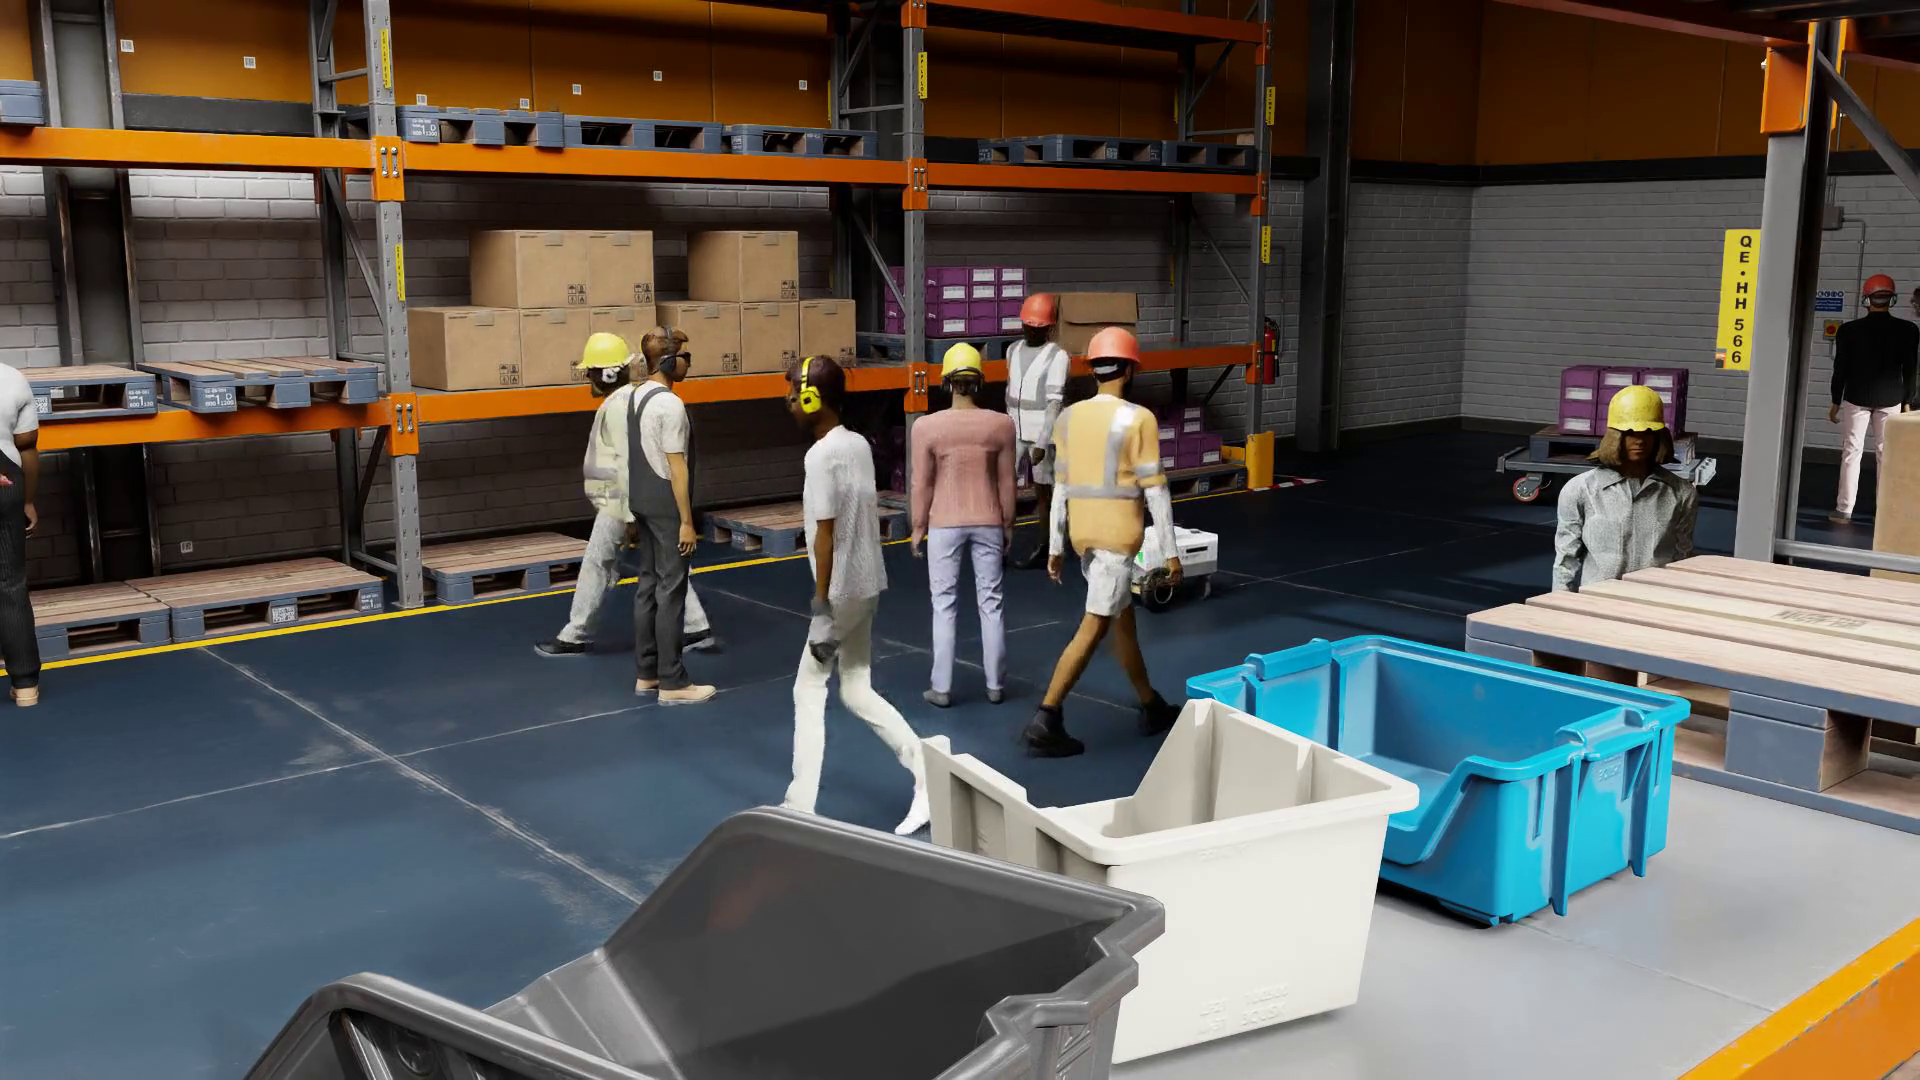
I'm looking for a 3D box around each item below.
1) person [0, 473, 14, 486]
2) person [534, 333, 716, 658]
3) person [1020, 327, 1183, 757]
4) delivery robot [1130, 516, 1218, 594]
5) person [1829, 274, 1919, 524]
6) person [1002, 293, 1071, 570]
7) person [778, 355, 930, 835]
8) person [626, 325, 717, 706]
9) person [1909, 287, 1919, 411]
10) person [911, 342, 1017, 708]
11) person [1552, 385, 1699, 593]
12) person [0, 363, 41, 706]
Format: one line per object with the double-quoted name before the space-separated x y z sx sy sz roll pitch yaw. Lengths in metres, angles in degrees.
"person" -2.241 0.671 3.378 1.086 1.954 0.650 -6 12 -29
"person" -1.788 -0.228 8.943 0.981 1.773 0.610 0 10 1
"person" 0.635 0.005 7.366 0.970 1.872 0.631 -8 13 -37
"delivery robot" 1.271 0.078 10.350 0.707 0.478 0.477 -7 12 -36
"person" 7.251 -1.109 13.232 0.610 1.993 0.380 3 10 15
"person" 0.433 -0.695 11.154 0.573 1.904 0.755 9 14 41
"person" -0.396 0.223 6.260 0.782 1.832 0.589 3 10 15
"person" -1.433 -0.118 8.102 0.329 1.843 0.518 -7 12 -34
"person" 8.248 -1.196 13.945 0.643 1.912 0.641 -8 13 -39
"person" 0.017 -0.067 8.037 0.524 1.767 0.318 -2 10 -12
"person" 2.359 0.320 5.931 0.493 1.743 0.295 1 10 4
"person" -4.755 -0.179 7.895 0.686 2.000 0.538 -10 14 -44
